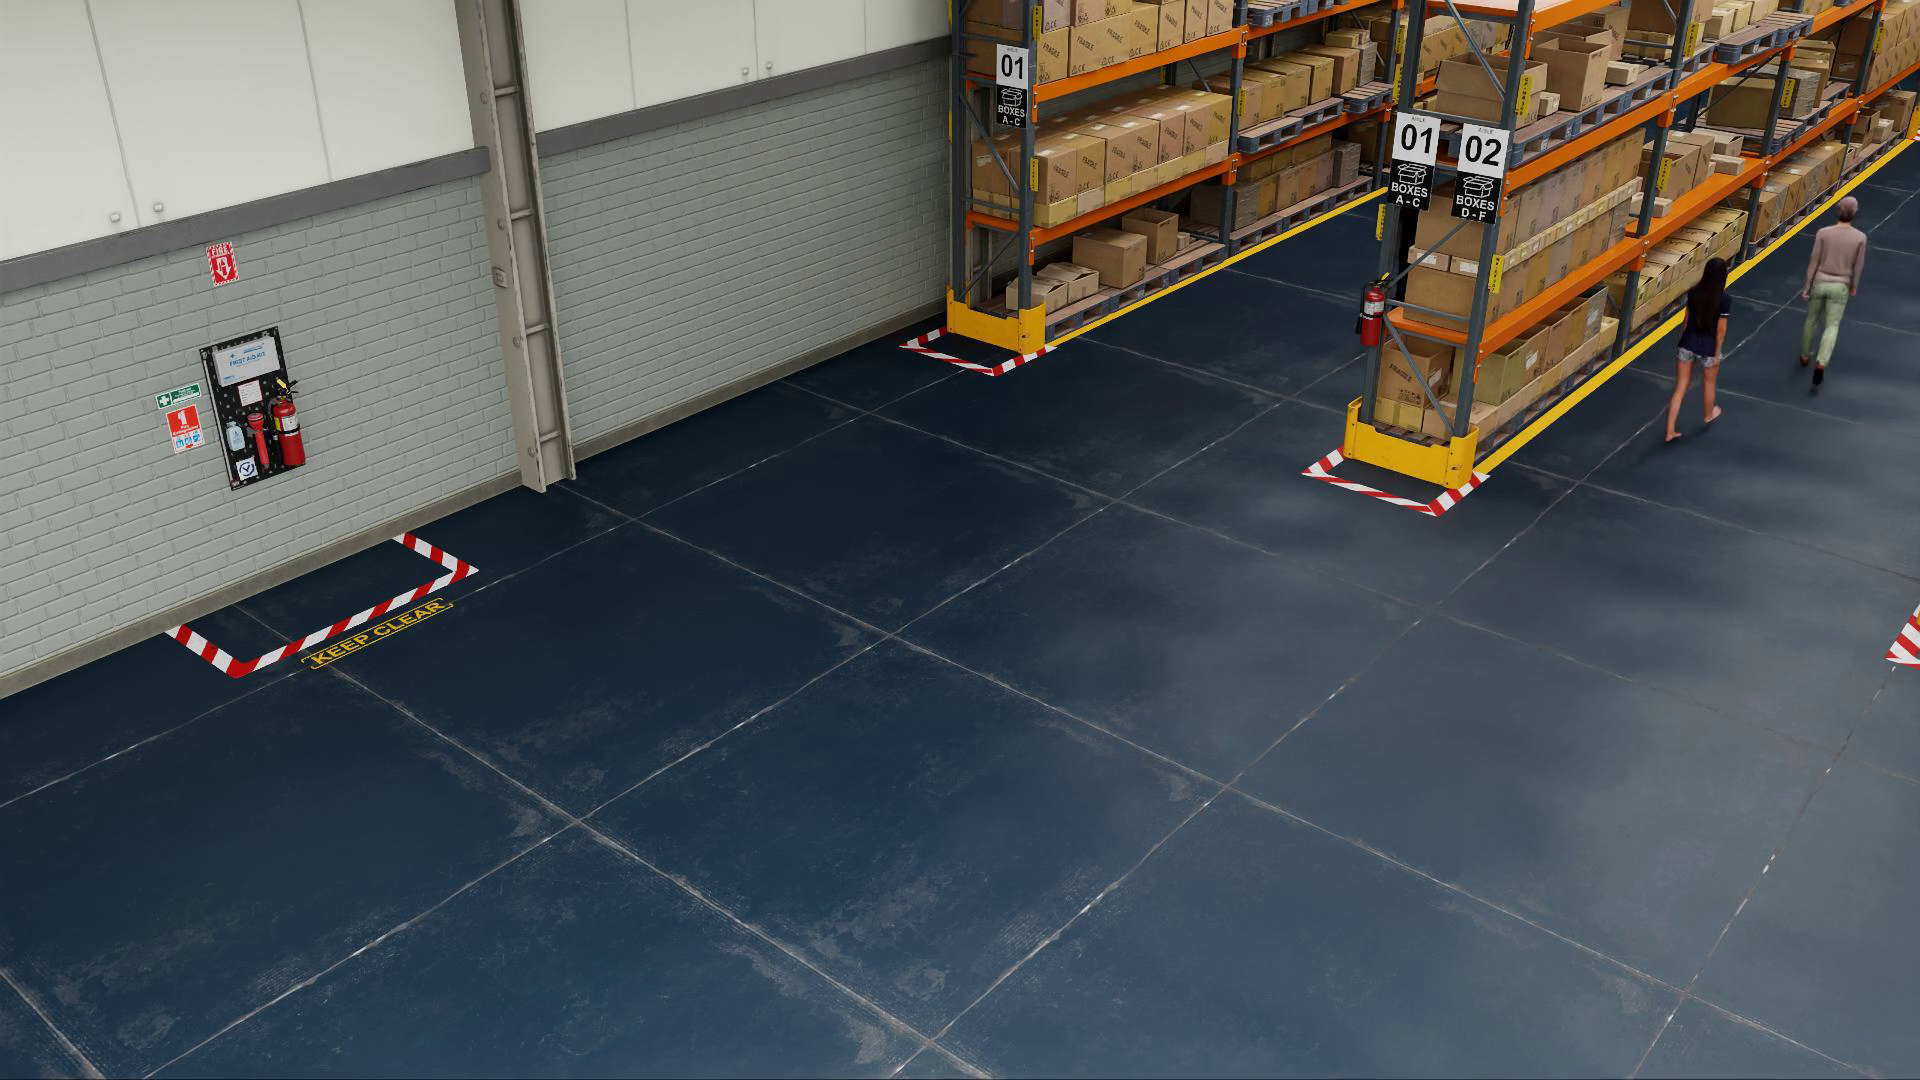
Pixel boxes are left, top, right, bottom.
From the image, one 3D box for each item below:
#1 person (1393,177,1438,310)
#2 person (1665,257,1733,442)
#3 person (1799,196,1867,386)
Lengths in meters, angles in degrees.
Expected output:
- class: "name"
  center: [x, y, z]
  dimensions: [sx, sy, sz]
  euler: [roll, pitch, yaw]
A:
- class: "person"
  center: [4.911, -3.071, 17.969]
  dimensions: [0.657, 1.757, 0.673]
  euler: [-20, 34, -33]
- class: "person"
  center: [6.828, -1.725, 15.474]
  dimensions: [1.074, 1.726, 0.634]
  euler: [-25, 37, -38]
- class: "person"
  center: [8.791, -2.492, 16.790]
  dimensions: [0.863, 1.844, 1.284]
  euler: [13, 31, 23]
